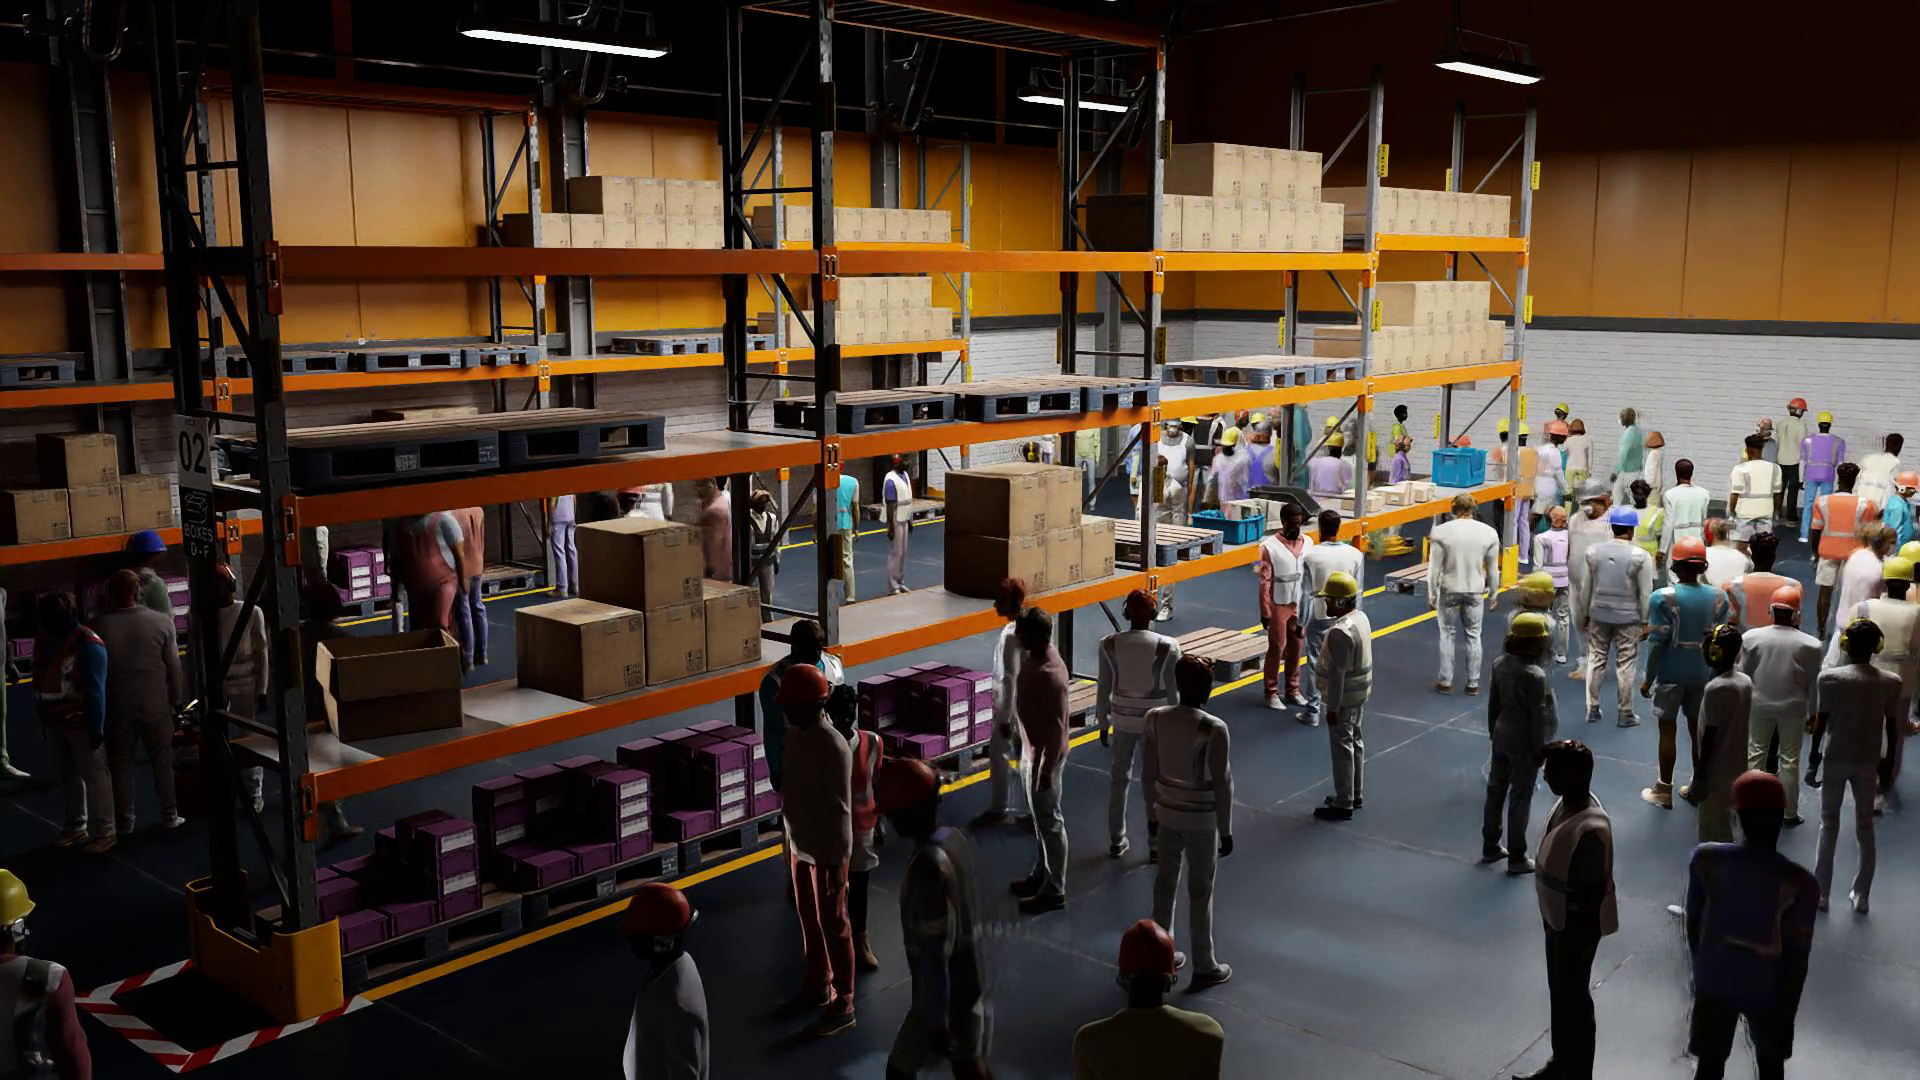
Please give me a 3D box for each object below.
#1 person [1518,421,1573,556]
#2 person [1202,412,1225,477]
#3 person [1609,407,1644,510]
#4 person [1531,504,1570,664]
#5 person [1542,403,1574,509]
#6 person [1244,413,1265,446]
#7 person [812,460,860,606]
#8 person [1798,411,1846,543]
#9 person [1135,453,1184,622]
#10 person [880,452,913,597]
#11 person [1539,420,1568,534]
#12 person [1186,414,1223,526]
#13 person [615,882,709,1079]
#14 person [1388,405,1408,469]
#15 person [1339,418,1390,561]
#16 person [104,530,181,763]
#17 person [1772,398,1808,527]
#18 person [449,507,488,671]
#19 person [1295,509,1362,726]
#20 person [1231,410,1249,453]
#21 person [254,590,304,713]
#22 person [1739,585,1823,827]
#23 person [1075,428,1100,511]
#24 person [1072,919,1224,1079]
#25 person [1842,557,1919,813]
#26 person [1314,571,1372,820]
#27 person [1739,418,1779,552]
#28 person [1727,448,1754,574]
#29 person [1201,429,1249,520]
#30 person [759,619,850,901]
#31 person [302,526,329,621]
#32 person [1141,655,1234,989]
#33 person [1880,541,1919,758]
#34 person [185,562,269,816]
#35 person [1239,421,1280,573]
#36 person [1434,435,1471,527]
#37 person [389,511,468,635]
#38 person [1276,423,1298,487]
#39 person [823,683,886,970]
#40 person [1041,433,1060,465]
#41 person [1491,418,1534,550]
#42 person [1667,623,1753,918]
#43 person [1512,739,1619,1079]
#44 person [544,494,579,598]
[{"bbox_3d":[8.168,-0.689,22.864,0.967,1.877,0.540,1,10,9],"label":"person"},{"bbox_3d":[4.657,-1.869,30.356,0.484,1.735,0.310,-5,11,-29],"label":"person"},{"bbox_3d":[9.849,-1.025,24.819,0.927,1.902,0.629,4,10,24],"label":"person"},{"bbox_3d":[5.972,0.457,16.752,0.511,1.641,0.307,-3,10,-19],"label":"person"},{"bbox_3d":[9.841,-1.378,27.376,0.533,1.752,0.341,9,13,42],"label":"person"},{"bbox_3d":[4.543,-1.069,25.480,0.525,1.772,0.309,7,12,37],"label":"person"},{"bbox_3d":[-1.459,-0.112,19.560,0.563,1.838,0.389,-2,10,-10],"label":"person"},{"bbox_3d":[12.421,-0.897,24.006,0.589,1.919,0.394,5,11,30],"label":"person"},{"bbox_3d":[2.224,-0.038,18.901,0.409,1.913,0.645,-9,13,-42],"label":"person"},{"bbox_3d":[-0.758,-0.199,20.080,0.392,1.839,0.565,3,10,15],"label":"person"},{"bbox_3d":[8.404,-0.778,23.532,0.345,1.840,0.502,7,12,38],"label":"person"},{"bbox_3d":[3.740,-1.198,25.482,0.613,2.029,0.409,5,11,26],"label":"person"},{"bbox_3d":[-1.122,2.145,6.336,0.330,1.751,0.565,-3,10,-17],"label":"person"},{"bbox_3d":[7.311,-1.413,27.743,0.317,1.695,0.540,3,10,17],"label":"person"},{"bbox_3d":[5.379,-0.693,22.425,0.966,2.000,0.697,-4,10,-21],"label":"person"},{"bbox_3d":[-6.580,0.885,13.370,0.621,1.918,0.751,9,13,44],"label":"person"},{"bbox_3d":[12.792,-1.193,25.574,0.390,1.986,0.609,-3,10,-16],"label":"person"},{"bbox_3d":[-4.968,0.312,16.586,0.392,1.985,0.609,3,10,17],"label":"person"},{"bbox_3d":[3.230,0.686,14.594,0.597,1.909,0.405,-3,10,-17],"label":"person"},{"bbox_3d":[4.175,-1.044,25.012,0.366,1.879,0.584,1,10,5],"label":"person"},{"bbox_3d":[-5.115,1.167,12.607,0.551,1.605,0.508,4,10,22],"label":"person"},{"bbox_3d":[5.918,1.194,12.015,0.561,1.751,0.326,8,12,38],"label":"person"},{"bbox_3d":[2.029,-1.342,27.137,0.525,1.760,0.340,2,10,13],"label":"person"},{"bbox_3d":[0.653,2.209,5.951,0.563,1.752,0.341,-2,10,-10],"label":"person"},{"bbox_3d":[6.947,1.052,12.476,0.598,1.874,0.979,5,11,27],"label":"person"},{"bbox_3d":[2.803,1.131,12.198,0.404,1.824,0.590,5,11,27],"label":"person"},{"bbox_3d":[11.210,-0.767,23.316,0.653,1.894,0.401,-4,10,-22],"label":"person"},{"bbox_3d":[10.014,-0.322,21.144,0.376,1.730,0.500,-9,13,-42],"label":"person"},{"bbox_3d":[3.596,-0.547,22.066,0.802,1.881,0.716,-7,12,-35],"label":"person"},{"bbox_3d":[-0.964,1.396,10.600,0.630,1.831,0.429,-8,13,-41],"label":"person"},{"bbox_3d":[-6.728,0.278,17.448,0.317,1.767,0.534,-6,11,-32],"label":"person"},{"bbox_3d":[1.285,1.574,9.353,0.572,1.886,0.355,8,13,41],"label":"person"},{"bbox_3d":[7.449,0.965,12.949,0.587,1.898,0.782,0,10,0],"label":"person"},{"bbox_3d":[-5.382,1.095,12.216,0.583,1.882,0.350,0,10,-3],"label":"person"},{"bbox_3d":[3.988,-0.611,21.930,0.705,2.000,0.968,5,11,27],"label":"person"},{"bbox_3d":[6.789,-0.592,22.811,0.821,1.692,0.597,-5,11,-29],"label":"person"},{"bbox_3d":[-5.165,0.375,16.044,0.701,2.000,0.796,2,10,10],"label":"person"},{"bbox_3d":[4.805,-0.891,24.654,0.319,1.694,0.532,9,13,43],"label":"person"},{"bbox_3d":[-0.669,1.645,9.490,0.541,1.696,0.315,-4,10,-25],"label":"person"},{"bbox_3d":[1.520,-1.414,27.338,0.387,1.836,0.562,-3,10,-18],"label":"person"},{"bbox_3d":[7.710,-0.749,23.228,0.602,1.892,0.757,-4,10,-22],"label":"person"},{"bbox_3d":[4.671,1.436,10.282,0.520,1.856,0.342,-8,13,-41],"label":"person"},{"bbox_3d":[2.907,1.841,7.901,0.388,1.837,0.564,1,10,8],"label":"person"},{"bbox_3d":[-4.838,-0.214,20.147,0.325,1.843,0.517,5,11,27],"label":"person"}]
